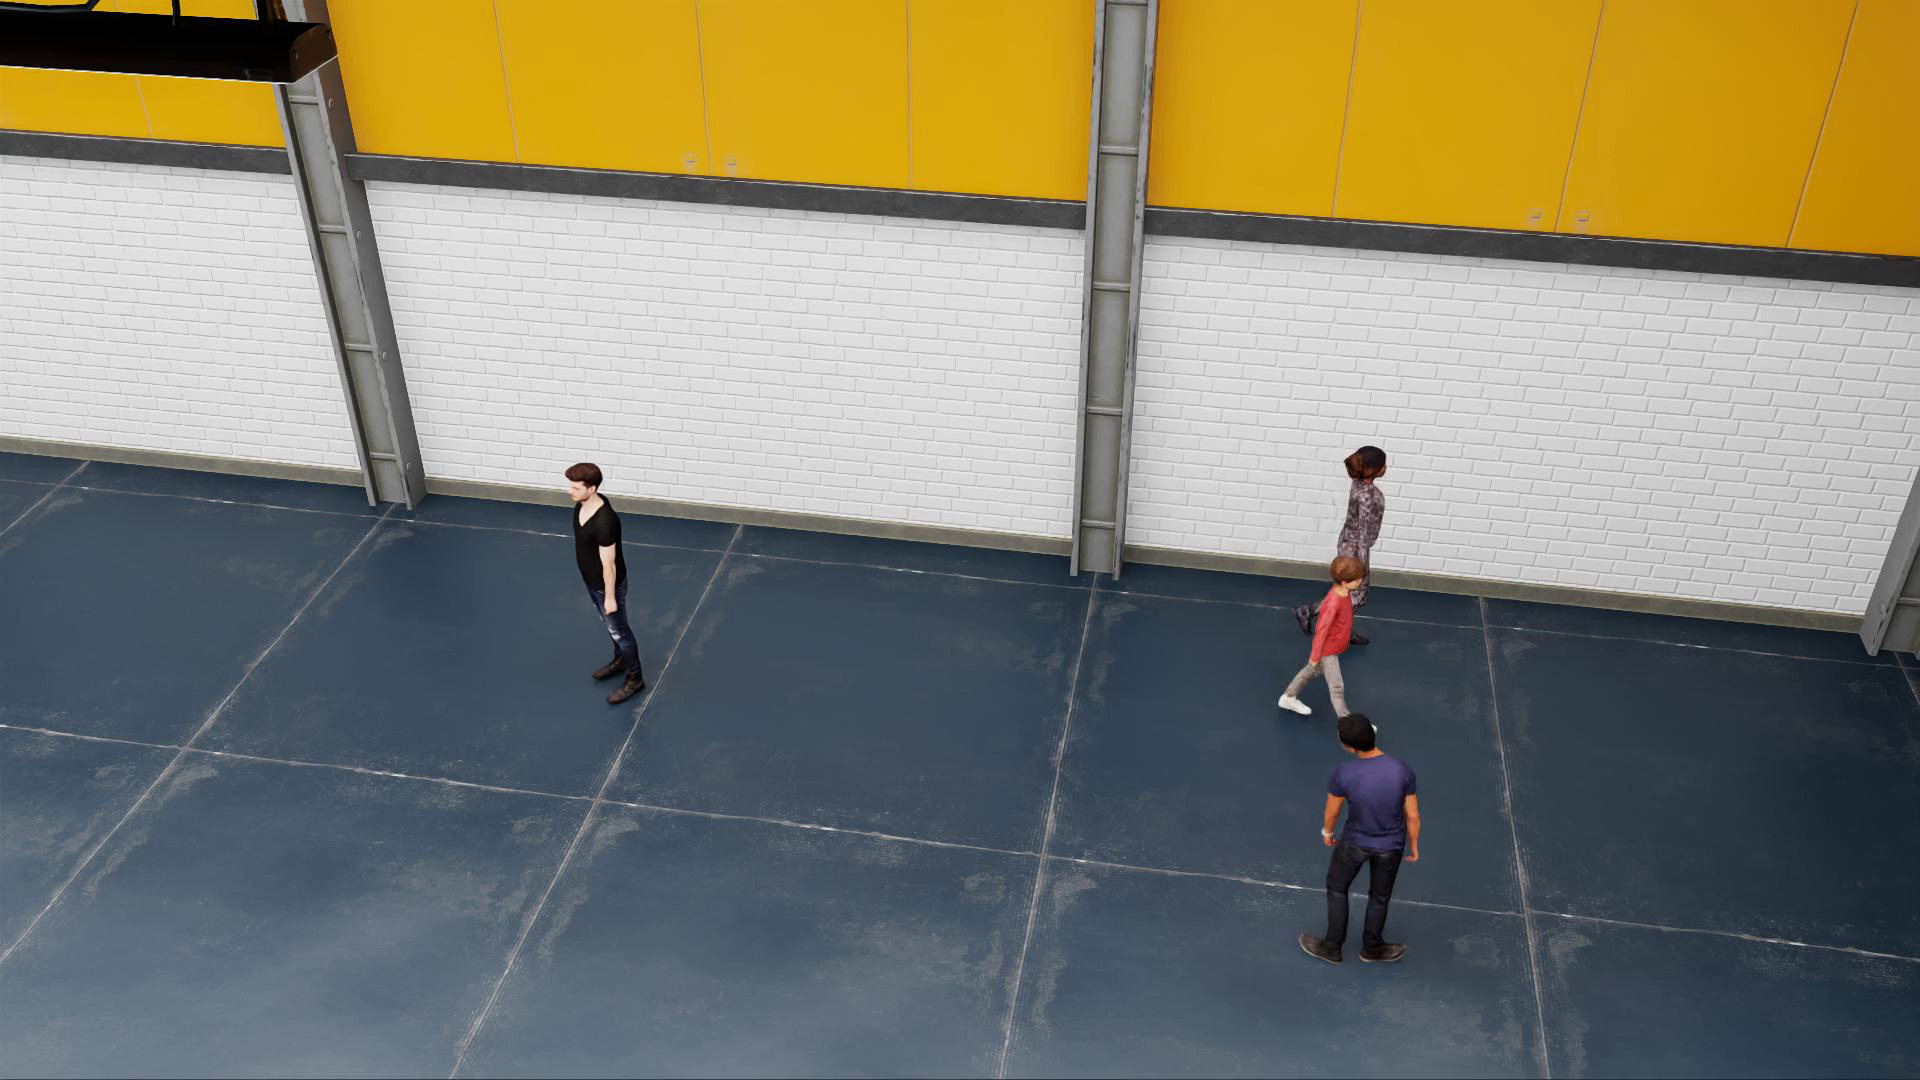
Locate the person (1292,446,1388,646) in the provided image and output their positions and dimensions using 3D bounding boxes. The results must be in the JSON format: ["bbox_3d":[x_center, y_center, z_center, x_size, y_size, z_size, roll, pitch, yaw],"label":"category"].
[{"bbox_3d":[2.783,0.079,12.045,0.813,1.700,0.585,7,34,10],"label":"person"}]

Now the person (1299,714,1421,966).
[{"bbox_3d":[2.390,1.754,9.481,0.453,1.750,0.829,13,36,19],"label":"person"}]

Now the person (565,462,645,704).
[{"bbox_3d":[-2.465,0.263,11.594,0.776,1.893,0.738,-18,37,-24],"label":"person"}]

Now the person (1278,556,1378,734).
[{"bbox_3d":[2.458,0.701,11.400,0.984,1.379,0.676,14,36,20],"label":"person"}]
